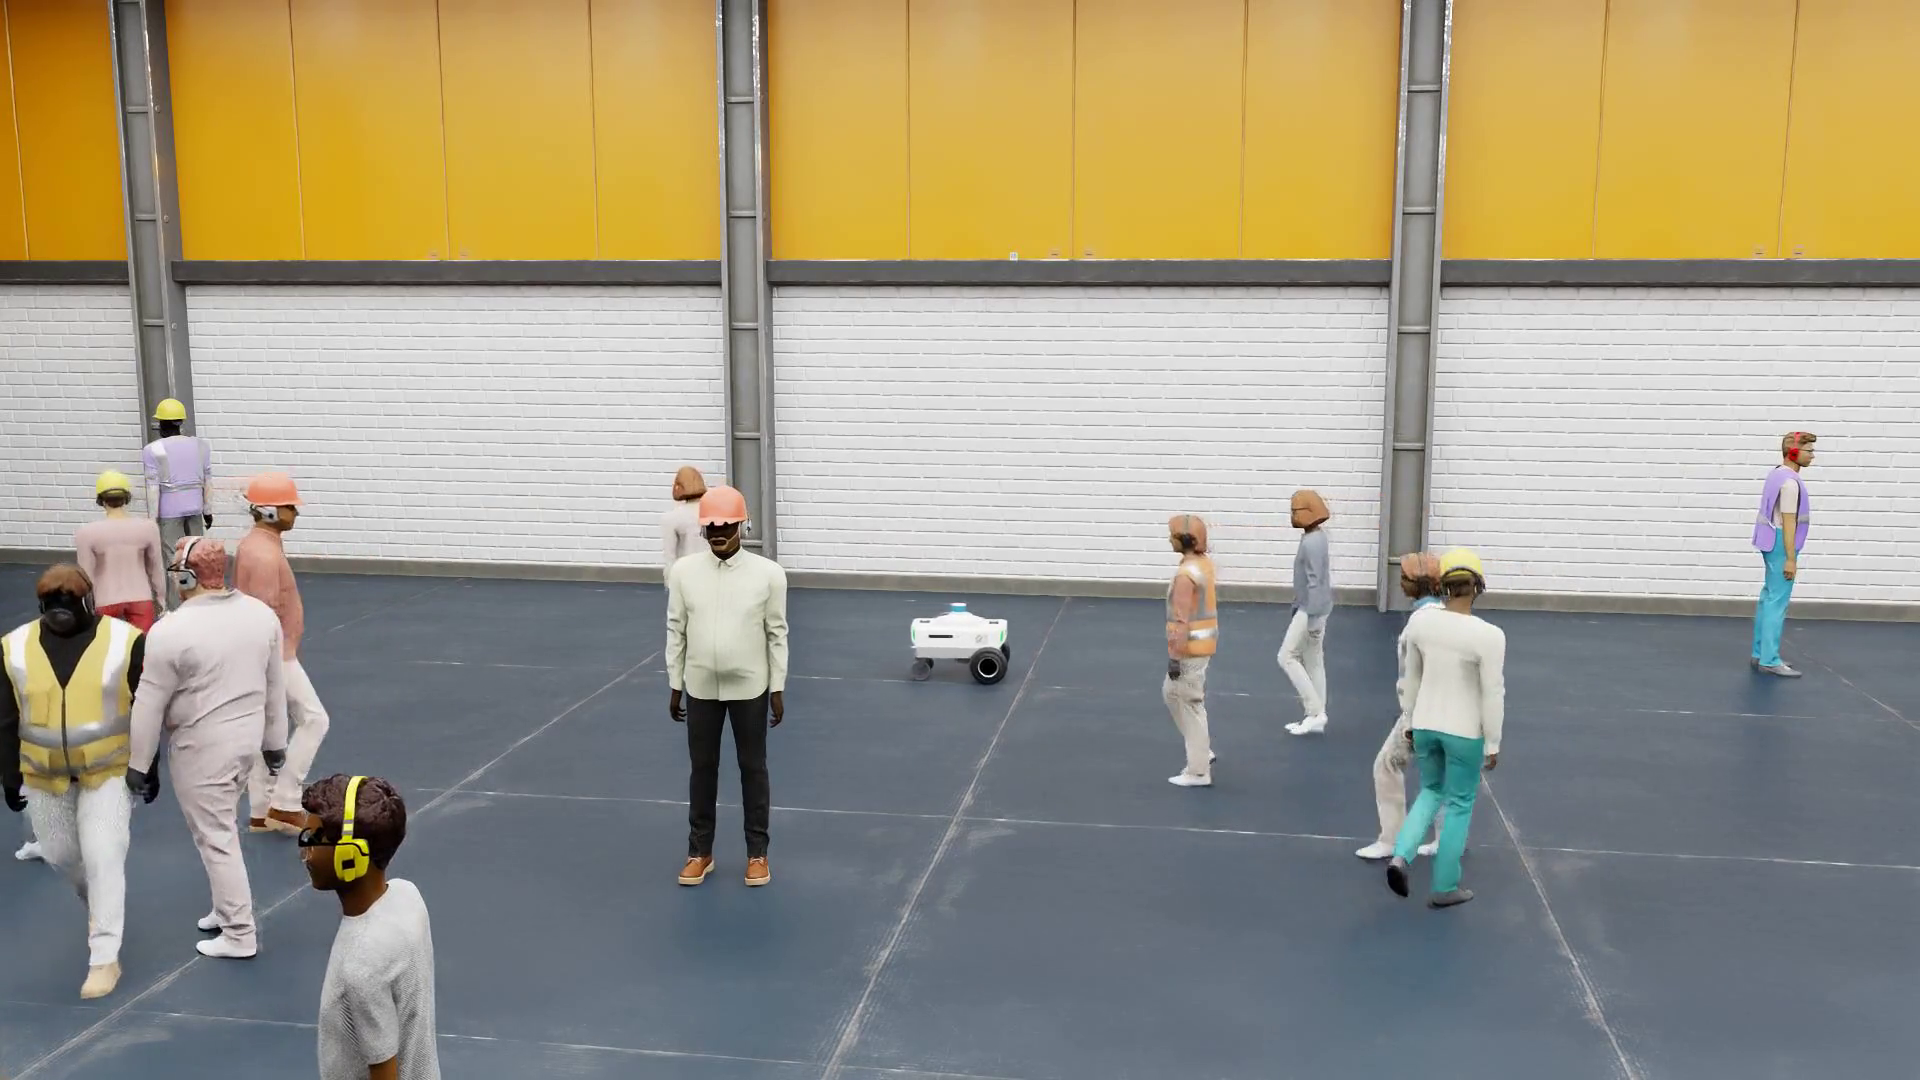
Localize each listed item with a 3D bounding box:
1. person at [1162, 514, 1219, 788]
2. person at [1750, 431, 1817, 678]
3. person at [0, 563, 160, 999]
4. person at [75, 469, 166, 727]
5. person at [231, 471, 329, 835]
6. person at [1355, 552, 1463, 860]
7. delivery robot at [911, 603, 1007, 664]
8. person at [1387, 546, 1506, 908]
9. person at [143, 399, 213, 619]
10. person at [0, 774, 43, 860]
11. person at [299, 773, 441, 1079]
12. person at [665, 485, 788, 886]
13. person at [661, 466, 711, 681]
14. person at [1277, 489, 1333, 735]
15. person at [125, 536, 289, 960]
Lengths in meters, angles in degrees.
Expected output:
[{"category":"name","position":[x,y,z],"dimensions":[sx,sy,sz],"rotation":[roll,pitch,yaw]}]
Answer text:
[{"category":"person","position":[1.335,0.651,9.743],"dimensions":[0.394,1.621,0.536],"rotation":[4,10,21]},{"category":"person","position":[6.171,0.095,12.518],"dimensions":[0.374,1.840,0.569],"rotation":[3,10,16]},{"category":"person","position":[-3.795,0.974,7.204],"dimensions":[0.634,1.818,0.831],"rotation":[-2,9,-13]},{"category":"person","position":[-5.475,0.406,10.915],"dimensions":[0.529,1.743,0.710],"rotation":[-7,12,-39]},{"category":"person","position":[-3.631,0.615,8.922],"dimensions":[0.518,1.978,0.615],"rotation":[-6,11,-31]},{"category":"person","position":[2.291,0.859,8.485],"dimensions":[0.640,1.617,0.536],"rotation":[3,10,18]},{"category":"delivery robot","position":[-0.008,0.713,12.380],"dimensions":[0.707,0.478,0.477],"rotation":[1,9,5]},{"category":"person","position":[2.307,0.902,7.845],"dimensions":[0.452,1.734,0.540],"rotation":[-8,12,-39]},{"category":"person","position":[-6.785,-0.263,14.456],"dimensions":[0.355,1.930,0.593],"rotation":[7,11,36]},{"category":"person","position":[-5.082,0.885,8.460],"dimensions":[0.884,1.579,0.508],"rotation":[1,9,6]},{"category":"person","position":[-1.411,1.464,3.993],"dimensions":[0.328,1.872,0.513],"rotation":[-2,9,-13]},{"category":"person","position":[-1.152,0.718,8.210],"dimensions":[0.608,1.995,0.377],"rotation":[0,9,3]},{"category":"person","position":[-1.910,0.266,12.137],"dimensions":[0.538,1.617,0.606],"rotation":[-4,10,-23]},{"category":"person","position":[2.260,0.478,10.851],"dimensions":[0.347,1.619,0.497],"rotation":[3,10,18]},{"category":"person","position":[-3.360,0.916,7.331],"dimensions":[0.588,1.890,0.660],"rotation":[3,10,18]}]
